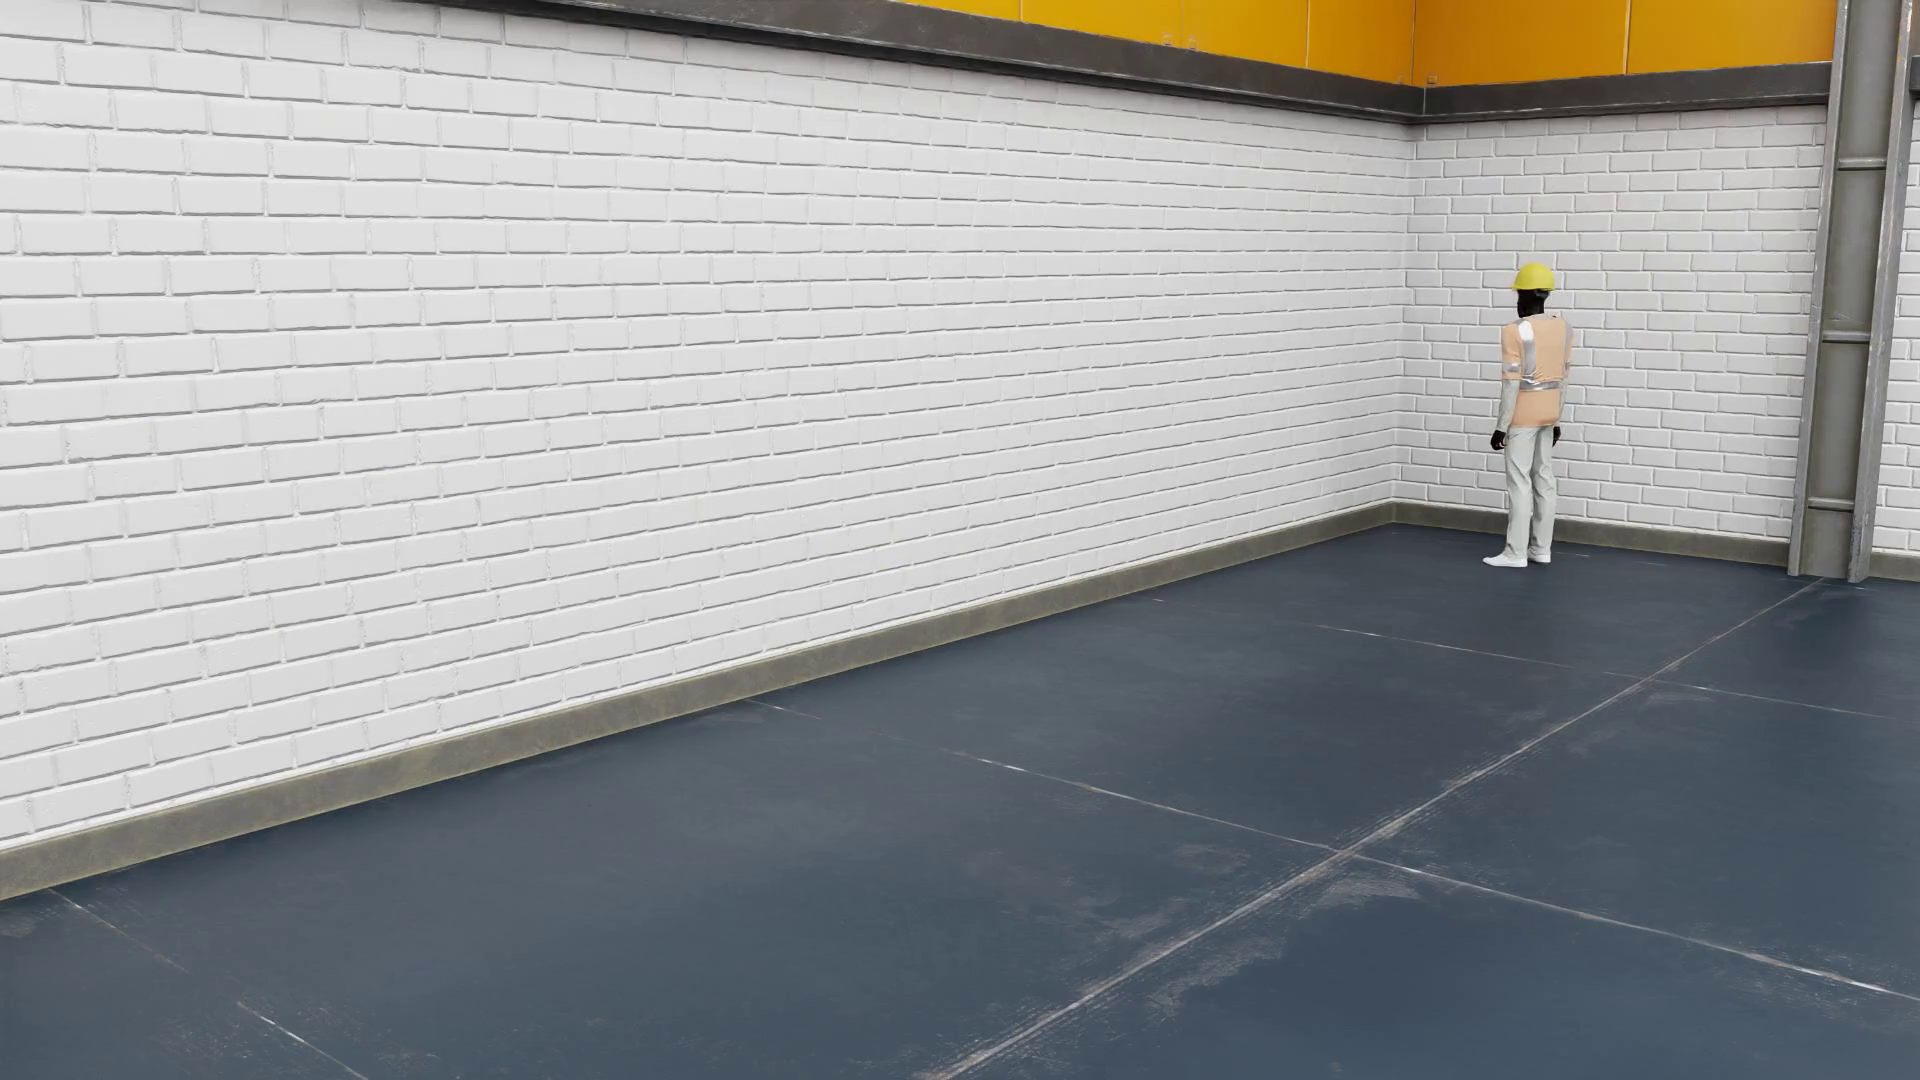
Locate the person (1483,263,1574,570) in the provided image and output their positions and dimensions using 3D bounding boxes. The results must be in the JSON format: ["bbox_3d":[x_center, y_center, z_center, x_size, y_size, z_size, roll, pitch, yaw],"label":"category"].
[{"bbox_3d":[3.590,-0.776,10.518,0.594,1.926,0.366,-6,12,-32],"label":"person"}]
